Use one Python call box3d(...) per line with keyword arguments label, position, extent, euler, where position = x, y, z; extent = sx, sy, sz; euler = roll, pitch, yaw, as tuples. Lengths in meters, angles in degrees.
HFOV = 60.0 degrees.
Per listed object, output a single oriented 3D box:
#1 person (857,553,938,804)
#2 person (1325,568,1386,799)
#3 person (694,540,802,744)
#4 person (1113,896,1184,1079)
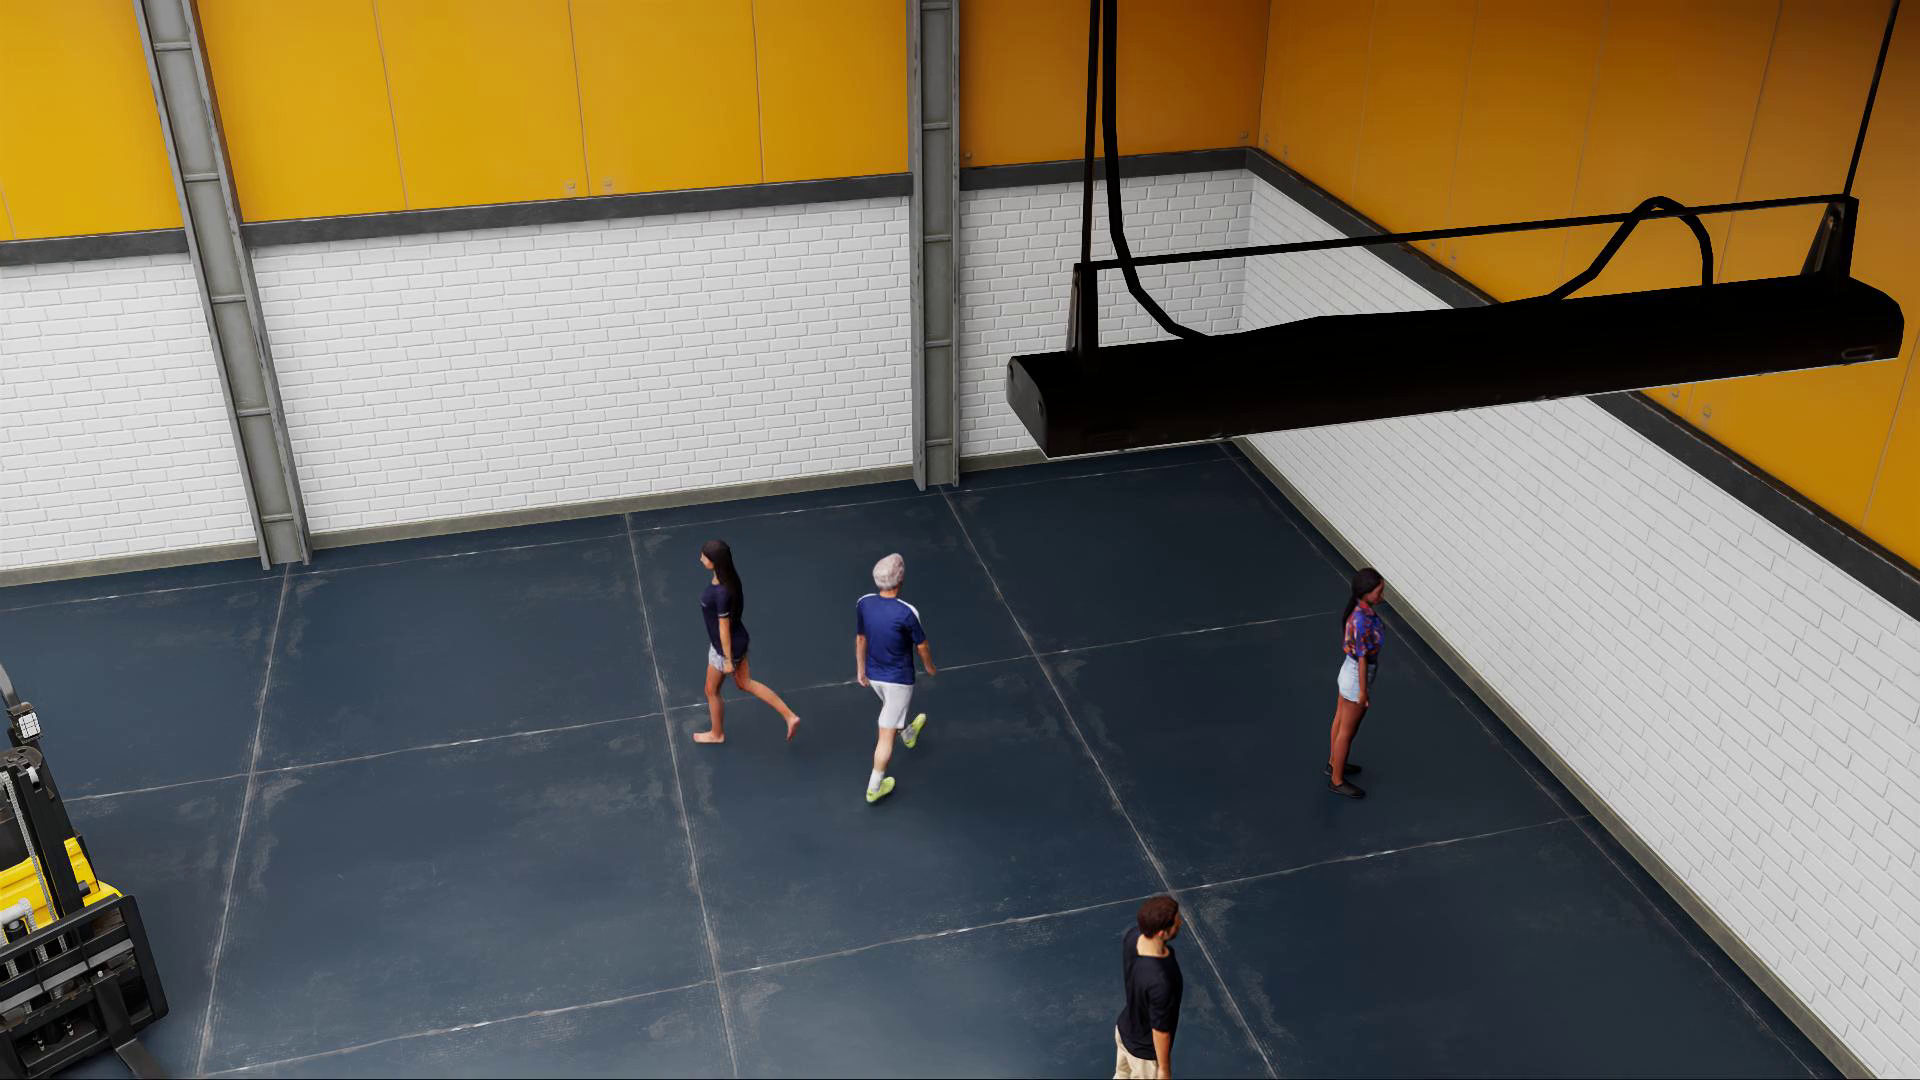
box3d(label="person", position=(-0.532, 1.006, 11.529), extent=(1.125, 1.783, 1.205), euler=(17, 33, 28))
box3d(label="person", position=(2.757, 0.976, 11.621), extent=(0.642, 1.747, 0.657), euler=(4, 29, 7))
box3d(label="person", position=(-1.571, 0.787, 11.978), extent=(1.131, 1.737, 0.858), euler=(4, 29, 8))
box3d(label="person", position=(0.942, 2.571, 8.588), extent=(0.516, 1.851, 0.618), euler=(-7, 29, -13))
